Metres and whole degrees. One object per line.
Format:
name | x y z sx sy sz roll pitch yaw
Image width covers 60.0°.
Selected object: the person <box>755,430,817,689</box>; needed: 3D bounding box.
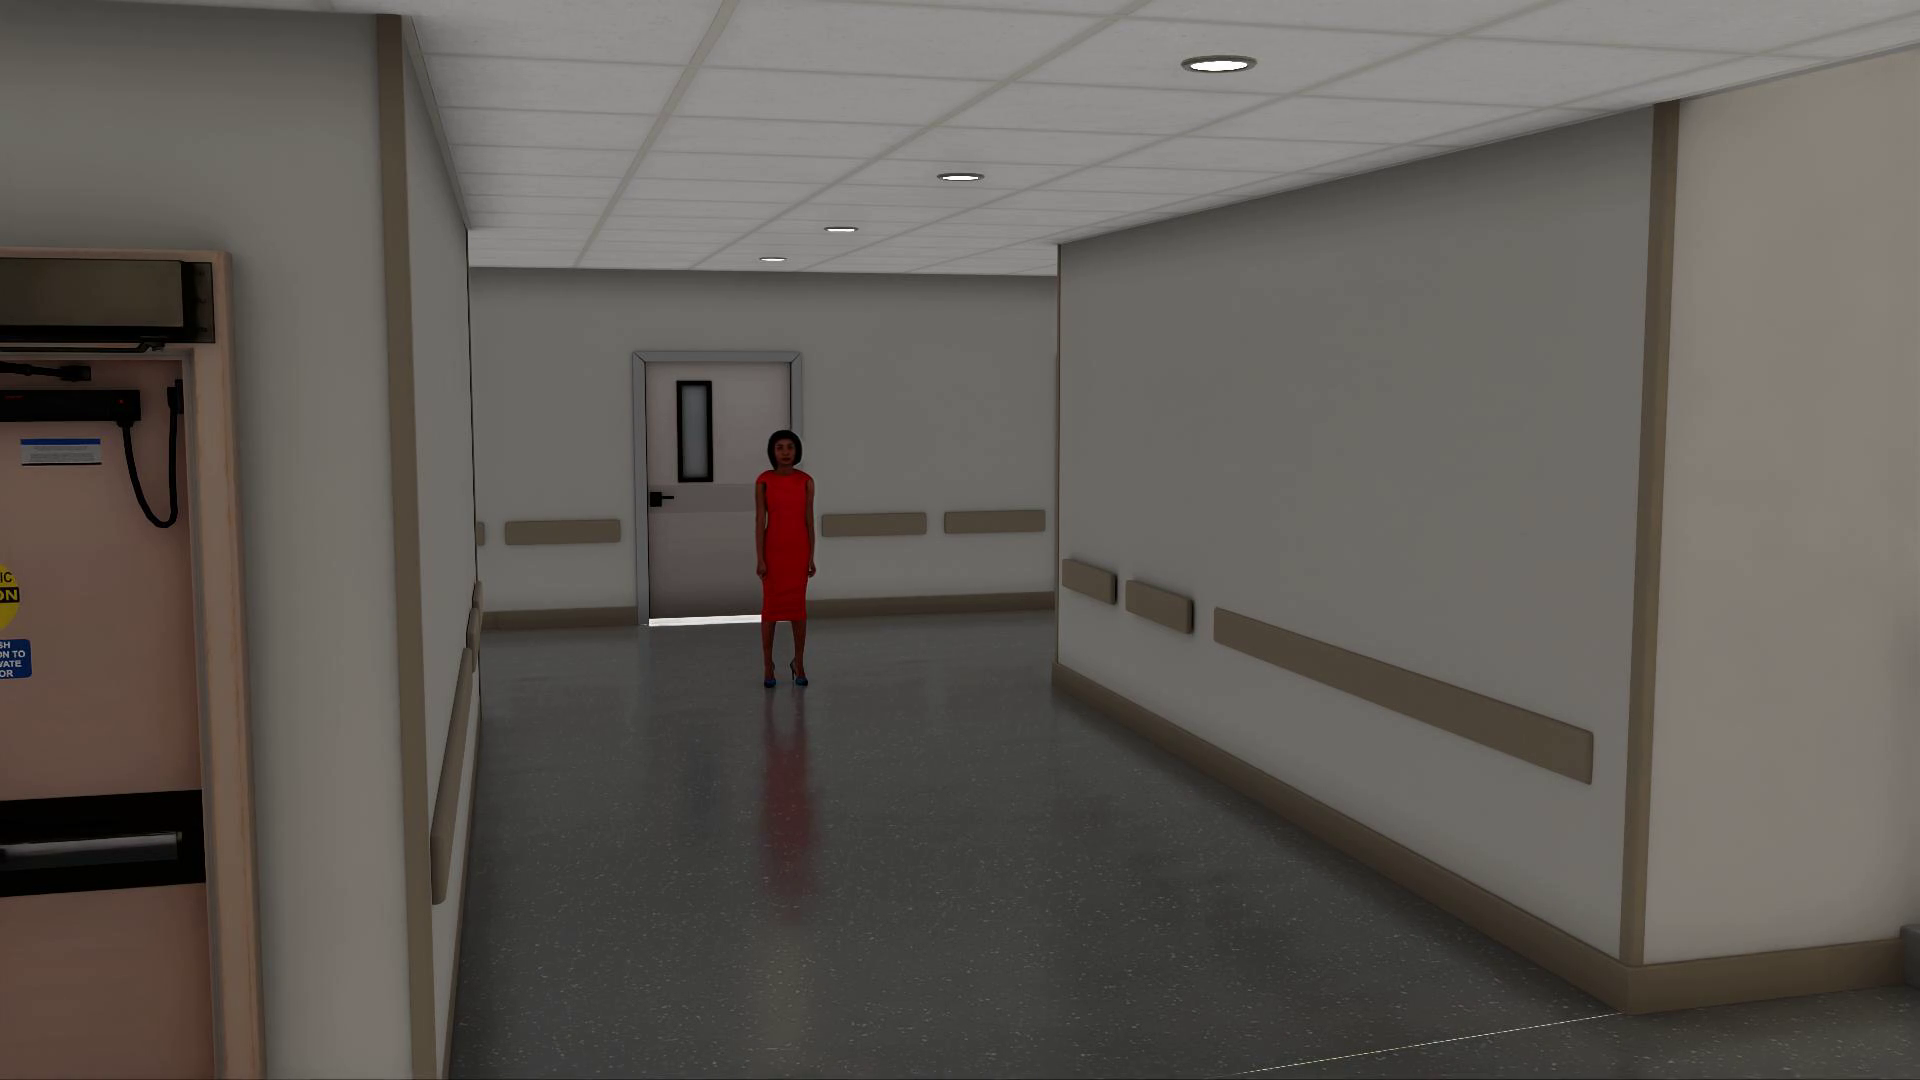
person | -1.195 0.120 11.355 0.437 1.744 0.629 -2 6 -18
